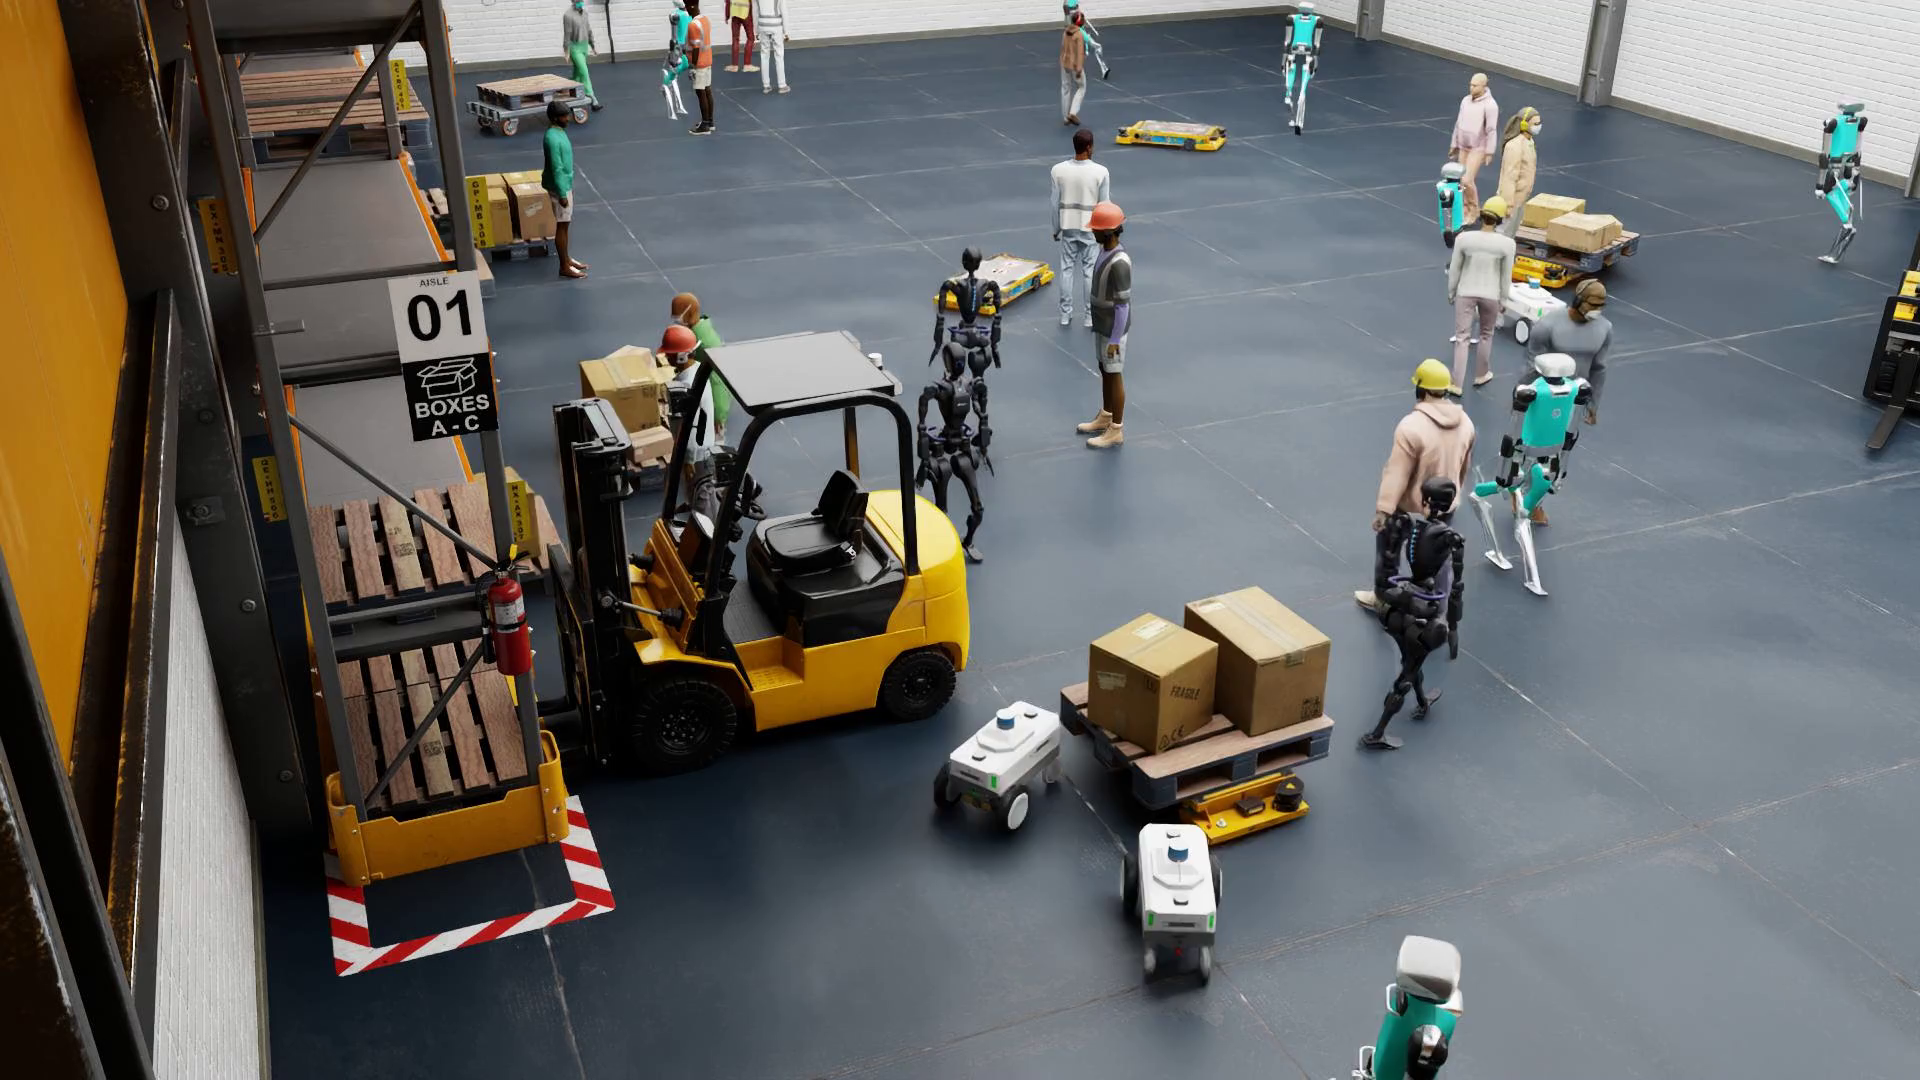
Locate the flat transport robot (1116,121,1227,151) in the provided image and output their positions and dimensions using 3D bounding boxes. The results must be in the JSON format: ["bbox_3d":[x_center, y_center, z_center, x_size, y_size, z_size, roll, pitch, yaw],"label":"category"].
[{"bbox_3d":[2.960,-5.648,23.221,1.431,0.231,0.659,9,28,18],"label":"flat transport robot"}]

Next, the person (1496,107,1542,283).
[{"bbox_3d":[5.733,-3.552,17.266,0.391,1.875,0.565,17,31,30],"label":"person"}]

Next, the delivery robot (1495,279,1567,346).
[{"bbox_3d":[5.531,-2.227,16.082,0.499,0.579,0.753,-8,28,-16],"label":"delivery robot"}]

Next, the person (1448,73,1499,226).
[{"bbox_3d":[5.948,-4.521,19.305,0.473,1.767,0.556,-13,29,-24],"label":"person"}]

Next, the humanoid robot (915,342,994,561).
[{"bbox_3d":[-0.057,-0.603,11.620,0.589,1.643,0.378,-14,30,-25],"label":"humanoid robot"}]

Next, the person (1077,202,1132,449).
[{"bbox_3d":[1.183,-1.732,13.467,0.390,2.039,0.606,-3,27,-6],"label":"person"}]

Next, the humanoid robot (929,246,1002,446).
[{"bbox_3d":[0.067,-1.557,13.550,0.618,1.625,0.629,-7,28,-14],"label":"humanoid robot"}]

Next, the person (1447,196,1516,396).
[{"bbox_3d":[4.554,-2.147,14.630,0.537,1.731,0.597,7,28,14],"label":"person"}]

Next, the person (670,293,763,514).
[{"bbox_3d":[-1.864,-1.008,12.354,0.682,1.771,0.579,-16,31,-29],"label":"person"}]

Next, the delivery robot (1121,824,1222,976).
[{"bbox_3d":[1.063,1.729,8.233,0.499,0.598,0.777,1,27,2],"label":"delivery robot"}]

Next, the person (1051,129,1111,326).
[{"bbox_3d":[1.165,-3.018,16.163,0.587,1.914,0.391,9,28,18],"label":"person"}]

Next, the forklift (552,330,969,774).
[{"bbox_3d":[-1.094,0.010,9.831,2.313,2.155,1.214,-10,28,-20],"label":"forklift"}]

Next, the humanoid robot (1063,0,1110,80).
[{"bbox_3d":[2.083,-8.326,26.941,0.945,1.790,0.550,11,29,20],"label":"humanoid robot"}]

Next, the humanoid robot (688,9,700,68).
[{"bbox_3d":[-4.458,-8.771,27.865,0.390,1.647,0.611,-14,30,-26],"label":"humanoid robot"}]

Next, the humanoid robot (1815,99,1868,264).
[{"bbox_3d":[9.565,-3.744,17.911,0.543,1.868,0.770,-9,28,-18],"label":"humanoid robot"}]

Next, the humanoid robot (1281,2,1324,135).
[{"bbox_3d":[4.823,-6.659,23.634,0.552,1.805,0.918,6,27,11],"label":"humanoid robot"}]

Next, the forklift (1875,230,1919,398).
[{"bbox_3d":[9.029,-2.397,14.618,1.214,2.155,2.313,18,32,32],"label":"forklift"}]

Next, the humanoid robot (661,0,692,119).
[{"bbox_3d":[-4.183,-7.048,24.415,0.772,1.799,0.543,18,32,31],"label":"humanoid robot"}]

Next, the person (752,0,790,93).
[{"bbox_3d":[-2.951,-7.956,26.017,0.571,1.882,0.357,5,27,11],"label":"person"}]

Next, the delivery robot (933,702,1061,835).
[{"bbox_3d":[0.246,1.213,9.236,0.499,0.577,0.769,18,32,31],"label":"delivery robot"}]

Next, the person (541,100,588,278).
[{"bbox_3d":[-4.231,-3.716,17.621,0.395,1.850,0.492,-3,27,-6],"label":"person"}]

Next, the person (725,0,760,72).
[{"bbox_3d":[-3.666,-8.634,27.539,0.653,1.742,0.334,8,28,15],"label":"person"}]

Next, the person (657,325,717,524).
[{"bbox_3d":[-1.896,-0.676,11.686,0.347,1.744,0.576,-1,27,-2],"label":"person"}]

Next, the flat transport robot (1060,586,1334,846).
[{"bbox_3d":[1.317,1.221,9.558,0.659,0.231,1.431,-13,29,-23],"label":"flat transport robot"}]

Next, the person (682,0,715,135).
[{"bbox_3d":[-3.698,-6.740,23.514,0.376,1.958,0.602,4,27,9],"label":"person"}]

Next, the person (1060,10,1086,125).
[{"bbox_3d":[1.643,-6.799,23.991,0.435,1.636,0.397,20,33,34],"label":"person"}]

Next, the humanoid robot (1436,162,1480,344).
[{"bbox_3d":[4.794,-2.584,15.605,0.799,1.860,0.549,10,28,18],"label":"humanoid robot"}]

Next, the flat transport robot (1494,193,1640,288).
[{"bbox_3d":[6.511,-3.027,18.009,1.431,0.231,0.659,-23,35,-38],"label":"flat transport robot"}]

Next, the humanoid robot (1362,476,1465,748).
[{"bbox_3d":[2.662,0.406,9.654,0.780,1.620,0.601,-17,31,-30],"label":"humanoid robot"}]

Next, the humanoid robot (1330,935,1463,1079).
[{"bbox_3d":[1.279,2.163,6.118,0.990,1.772,0.531,6,27,11],"label":"humanoid robot"}]

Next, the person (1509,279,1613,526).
[{"bbox_3d":[4.388,-0.991,12.127,0.650,1.914,0.455,-5,27,-10],"label":"person"}]

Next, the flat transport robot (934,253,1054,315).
[{"bbox_3d":[0.368,-2.668,17.295,0.659,0.231,1.431,15,30,26],"label":"flat transport robot"}]

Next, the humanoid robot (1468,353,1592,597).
[{"bbox_3d":[3.815,-0.520,11.414,0.543,1.776,0.818,-6,27,-12],"label":"humanoid robot"}]

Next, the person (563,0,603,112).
[{"bbox_3d":[-5.672,-7.394,25.008,0.864,1.799,0.593,10,29,20],"label":"person"}]

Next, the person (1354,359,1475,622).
[{"bbox_3d":[2.950,-0.294,10.830,0.834,1.833,0.820,-12,29,-23],"label":"person"}]
